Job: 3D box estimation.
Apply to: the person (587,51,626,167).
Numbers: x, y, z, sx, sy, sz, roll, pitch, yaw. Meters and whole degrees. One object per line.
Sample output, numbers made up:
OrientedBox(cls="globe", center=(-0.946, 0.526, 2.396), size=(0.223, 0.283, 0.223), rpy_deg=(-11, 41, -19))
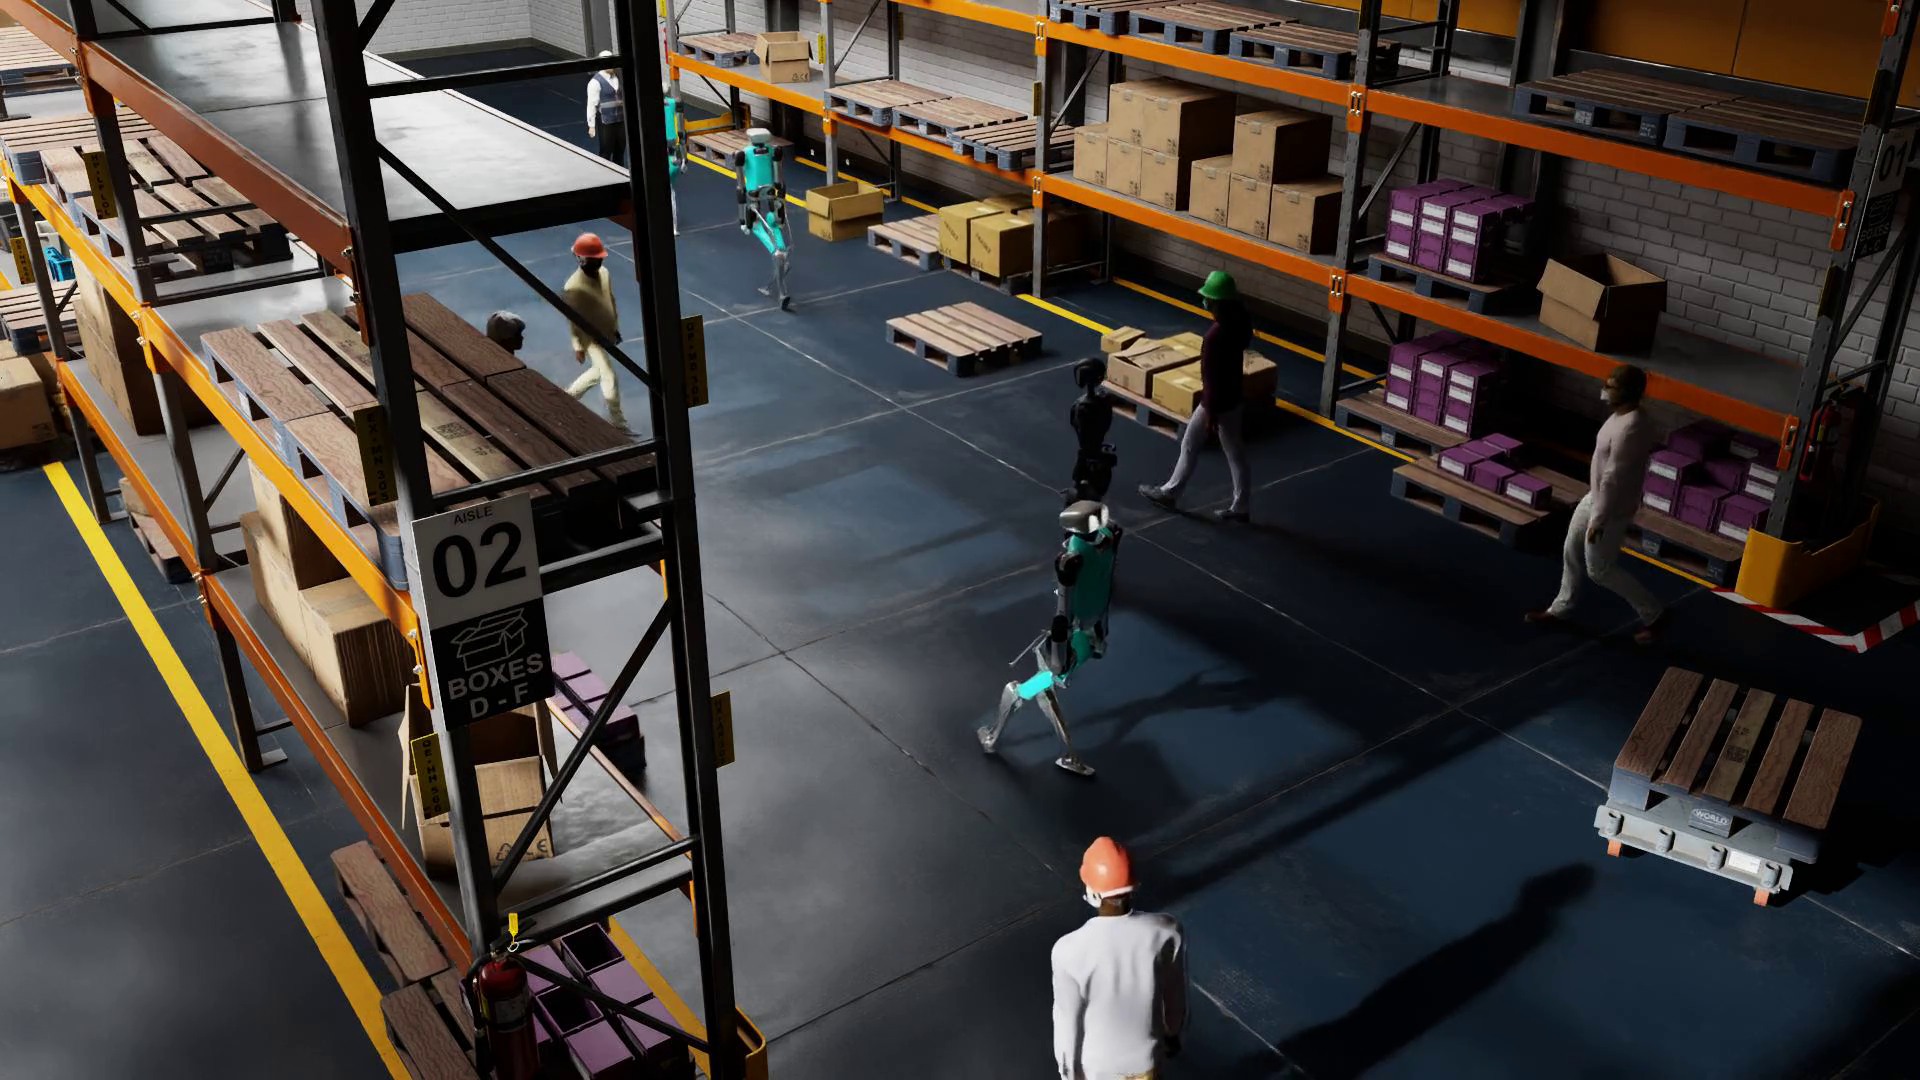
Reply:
OrientedBox(cls="person", center=(-4.323, -5.152, 20.575), size=(0.426, 1.758, 0.747), rpy_deg=(18, 32, 32))

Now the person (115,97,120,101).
OrientedBox(cls="person", center=(-10.565, -5.271, 20.577), size=(0.447, 1.969, 0.620), rpy_deg=(-14, 30, -26))

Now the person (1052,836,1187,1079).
OrientedBox(cls="person", center=(0.633, 1.969, 6.485), size=(0.579, 1.693, 0.770), rpy_deg=(-7, 28, -14))

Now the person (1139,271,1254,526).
OrientedBox(cls="person", center=(1.816, -1.058, 12.271), size=(0.957, 1.907, 0.516), rpy_deg=(20, 33, 34))

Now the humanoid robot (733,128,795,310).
OrientedBox(cls="humanoid robot", center=(-1.862, -3.186, 16.738), size=(0.530, 1.779, 0.992), rpy_deg=(-15, 31, -28))

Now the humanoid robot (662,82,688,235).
OrientedBox(cls="humanoid robot", center=(-3.474, -4.385, 19.135), size=(0.546, 1.837, 0.861), rpy_deg=(-13, 29, -24))

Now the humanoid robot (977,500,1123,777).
OrientedBox(cls="humanoid robot", center=(0.435, 0.547, 9.324), size=(0.885, 1.830, 0.557), rpy_deg=(18, 32, 31))

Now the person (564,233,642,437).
OrientedBox(cls="person", center=(-3.056, -1.718, 13.788), size=(0.779, 1.723, 0.566), rpy_deg=(8, 28, 15))

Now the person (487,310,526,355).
OrientedBox(cls="person", center=(-3.108, -0.718, 11.658), size=(0.320, 1.845, 0.522), rpy_deg=(-8, 28, -15))

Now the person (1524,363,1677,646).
OrientedBox(cls="person", center=(4.192, -0.202, 10.566), size=(0.824, 1.910, 0.632), rpy_deg=(7, 28, 14))

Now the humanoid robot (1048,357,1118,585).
OrientedBox(cls="humanoid robot", center=(0.867, -0.456, 11.333), size=(0.427, 1.646, 0.609), rpy_deg=(10, 28, 19))

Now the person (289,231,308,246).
OrientedBox(cls="person", center=(-6.297, -2.602, 15.651), size=(0.287, 1.629, 0.498), rpy_deg=(13, 29, 24))
